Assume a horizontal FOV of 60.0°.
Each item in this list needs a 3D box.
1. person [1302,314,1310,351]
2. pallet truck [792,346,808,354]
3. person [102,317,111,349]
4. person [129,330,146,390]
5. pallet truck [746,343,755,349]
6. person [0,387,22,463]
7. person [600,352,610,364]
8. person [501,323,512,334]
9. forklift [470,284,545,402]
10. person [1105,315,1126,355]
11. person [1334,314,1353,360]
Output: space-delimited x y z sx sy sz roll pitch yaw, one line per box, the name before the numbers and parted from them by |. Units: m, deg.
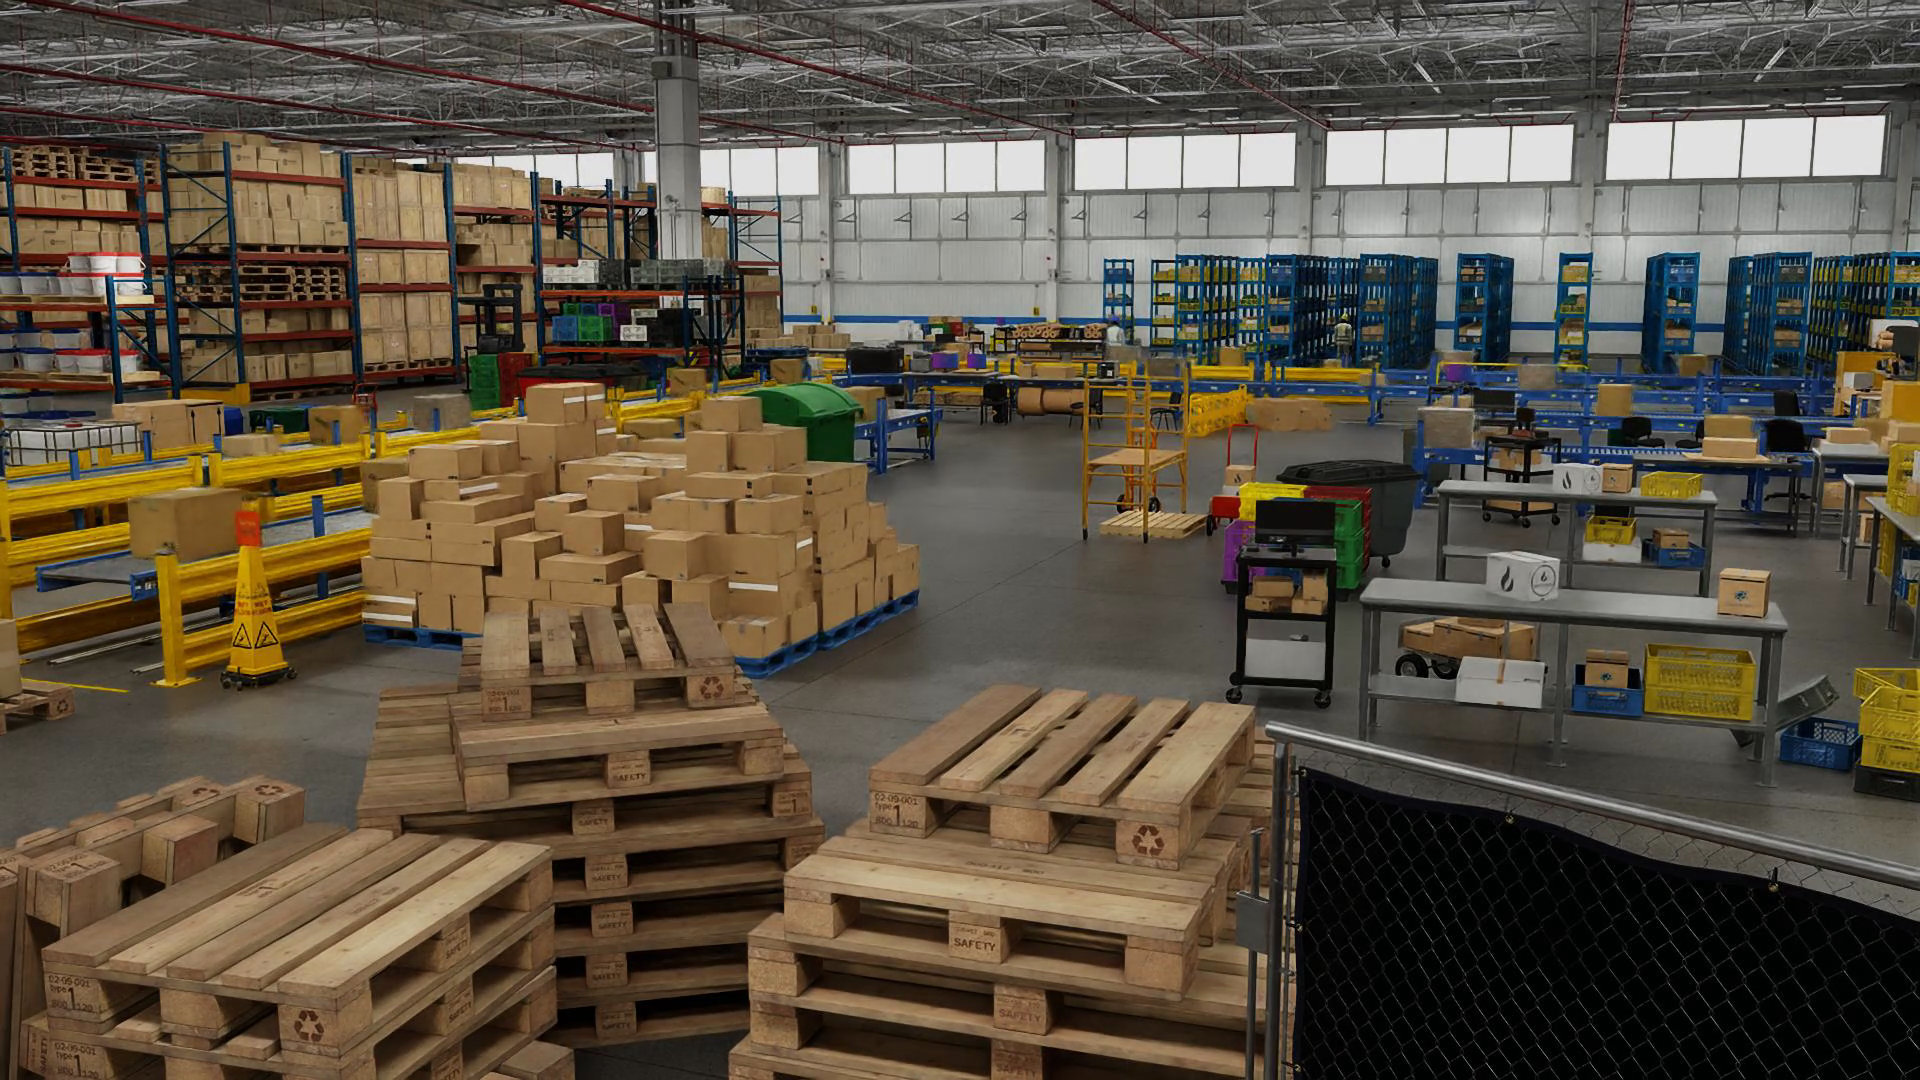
person | 12.371 -7.349 59.469 0.379 1.844 0.570 2 9 10
pallet truck | -3.705 -4.298 42.022 0.653 1.274 1.630 3 10 20
person | -23.702 -5.335 46.648 0.653 1.898 0.946 4 10 22
person | -21.324 -4.631 43.103 0.284 1.626 0.506 -1 9 -3
pallet truck | -6.183 -4.618 44.264 1.601 1.201 0.680 -9 12 -43
person | -14.739 -1.851 25.743 0.499 1.586 0.867 5 10 27
person | -10.875 -6.015 50.835 0.566 1.926 0.401 2 9 15
person | -11.394 -4.551 41.986 0.625 1.815 0.515 3 10 21
forklift | -10.832 -4.702 39.610 1.129 2.768 1.873 3 10 20
person | 4.354 -5.380 46.895 0.615 1.923 0.886 6 11 35
person | 11.989 -6.143 51.939 0.601 1.830 0.403 7 12 39
